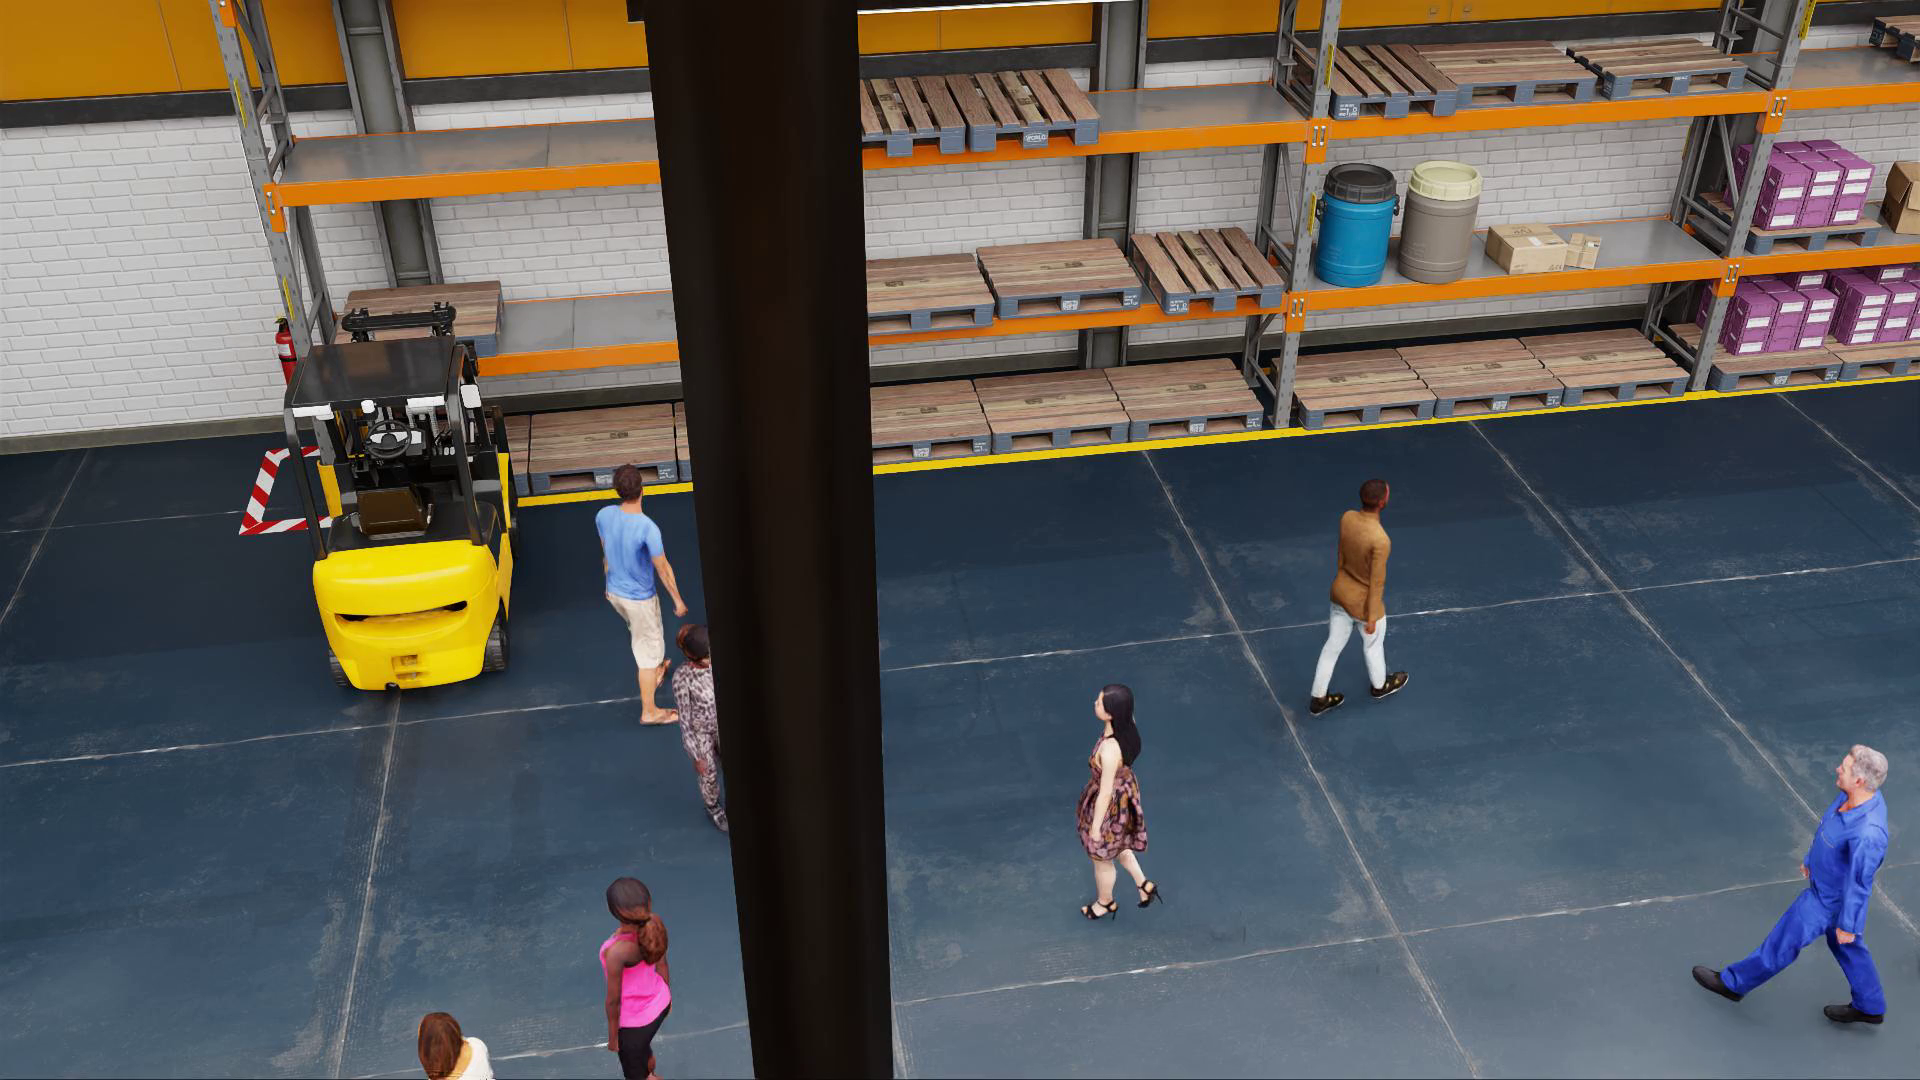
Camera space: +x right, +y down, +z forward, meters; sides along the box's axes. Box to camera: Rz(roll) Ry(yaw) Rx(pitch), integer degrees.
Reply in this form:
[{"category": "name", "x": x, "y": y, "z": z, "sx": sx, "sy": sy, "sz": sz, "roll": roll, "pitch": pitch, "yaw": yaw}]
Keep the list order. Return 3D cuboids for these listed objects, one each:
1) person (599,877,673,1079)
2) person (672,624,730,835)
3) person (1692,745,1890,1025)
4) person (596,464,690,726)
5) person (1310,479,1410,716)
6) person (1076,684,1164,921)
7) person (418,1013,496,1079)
[{"category": "person", "x": -1.492, "y": 2.358, "z": 8.135, "sx": 1.027, "sy": 1.701, "sz": 0.890, "roll": 16, "pitch": 37, "yaw": 22}, {"category": "person", "x": -1.549, "y": 1.124, "z": 10.005, "sx": 0.815, "sy": 1.685, "sz": 0.826, "roll": -23, "pitch": 40, "yaw": -30}, {"category": "person", "x": 4.712, "y": 1.899, "z": 8.763, "sx": 1.343, "sy": 1.770, "sz": 1.192, "roll": 13, "pitch": 36, "yaw": 19}, {"category": "person", "x": -2.191, "y": 0.395, "z": 10.963, "sx": 0.973, "sy": 1.840, "sz": 1.032, "roll": 25, "pitch": 41, "yaw": 32}, {"category": "person", "x": 2.553, "y": 0.417, "z": 10.976, "sx": 1.091, "sy": 1.788, "sz": 0.888, "roll": -17, "pitch": 37, "yaw": -24}, {"category": "person", "x": 0.927, "y": 1.521, "z": 9.334, "sx": 0.908, "sy": 1.767, "sz": 0.811, "roll": 11, "pitch": 35, "yaw": 16}, {"category": "person", "x": -2.199, "y": 2.763, "z": 7.544, "sx": 0.727, "sy": 1.680, "sz": 0.718, "roll": 9, "pitch": 35, "yaw": 14}]
